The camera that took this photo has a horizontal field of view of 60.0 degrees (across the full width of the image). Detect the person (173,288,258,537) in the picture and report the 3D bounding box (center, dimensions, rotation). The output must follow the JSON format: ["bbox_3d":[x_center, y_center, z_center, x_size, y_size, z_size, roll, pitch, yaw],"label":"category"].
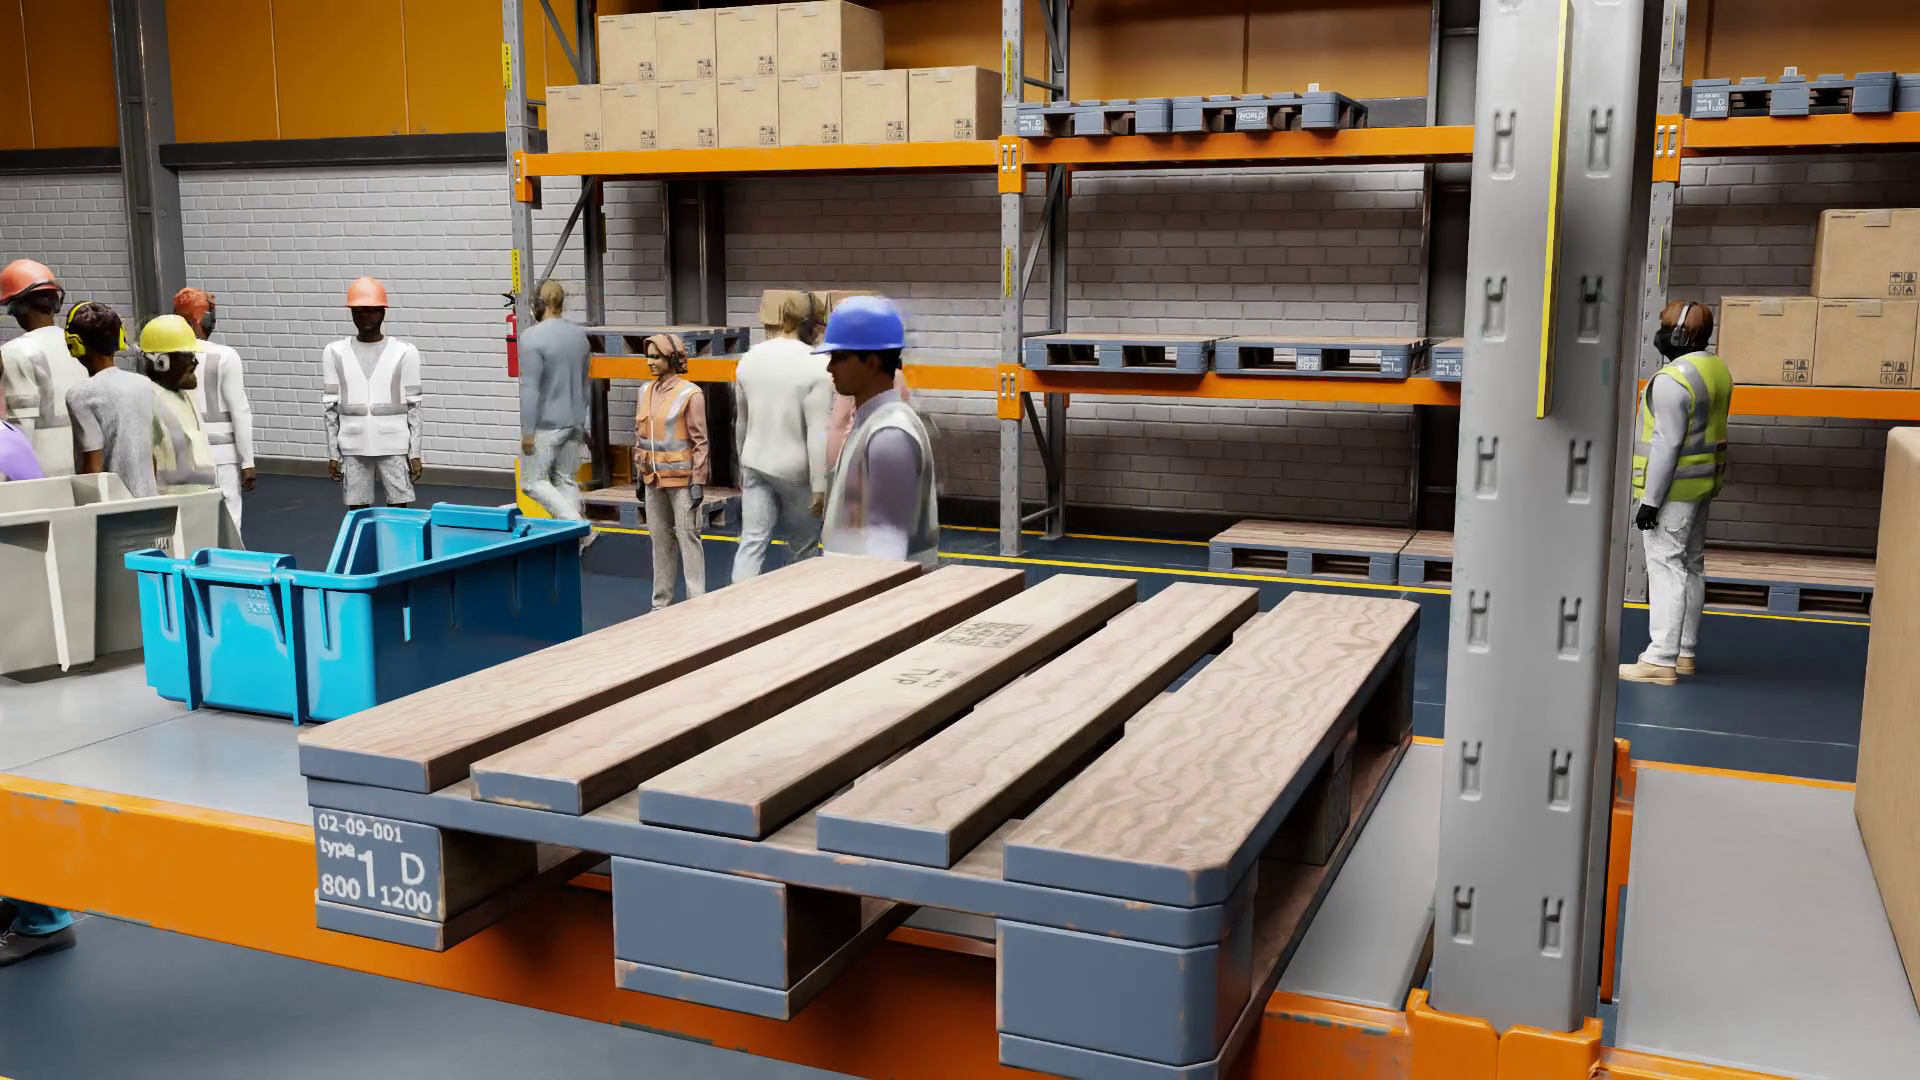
[{"bbox_3d":[-4.154,-0.439,9.172,0.575,1.885,0.355,1,10,8],"label":"person"}]

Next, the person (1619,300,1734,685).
[{"bbox_3d":[3.436,-0.227,8.025,0.429,1.846,0.625,9,13,43],"label":"person"}]

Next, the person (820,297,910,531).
[{"bbox_3d":[-0.518,-0.202,7.826,0.979,1.844,0.673,-3,10,-15],"label":"person"}]

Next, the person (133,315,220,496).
[{"bbox_3d":[-3.725,-0.147,7.717,0.904,1.796,0.603,-1,10,-7],"label":"person"}]

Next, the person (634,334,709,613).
[{"bbox_3d":[-1.584,-0.307,9.113,0.525,1.639,0.307,7,12,37],"label":"person"}]

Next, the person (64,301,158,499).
[{"bbox_3d":[-3.546,-0.061,6.974,0.335,1.864,0.521,1,10,8],"label":"person"}]

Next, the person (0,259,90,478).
[{"bbox_3d":[-4.469,-0.348,8.177,0.392,2.034,0.605,2,10,12],"label":"person"}]

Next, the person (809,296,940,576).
[{"bbox_3d":[-0.189,0.193,5.270,0.782,1.922,0.614,-2,10,-11],"label":"person"}]

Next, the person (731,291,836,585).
[{"bbox_3d":[-0.900,-0.332,8.584,0.710,1.877,0.974,5,11,27],"label":"person"}]

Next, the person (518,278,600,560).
[{"bbox_3d":[-2.616,-0.741,10.868,0.498,1.920,0.648,4,10,23],"label":"person"}]

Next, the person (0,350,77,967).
[{"bbox_3d":[-2.790,0.303,4.839,0.382,1.845,0.571,-6,11,-32],"label":"person"}]

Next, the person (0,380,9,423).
[{"bbox_3d":[-6.483,-0.698,11.168,0.705,1.742,0.525,7,12,35],"label":"person"}]

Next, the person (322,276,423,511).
[{"bbox_3d":[-3.358,-0.530,9.544,0.546,1.942,0.353,-2,10,-11],"label":"person"}]
